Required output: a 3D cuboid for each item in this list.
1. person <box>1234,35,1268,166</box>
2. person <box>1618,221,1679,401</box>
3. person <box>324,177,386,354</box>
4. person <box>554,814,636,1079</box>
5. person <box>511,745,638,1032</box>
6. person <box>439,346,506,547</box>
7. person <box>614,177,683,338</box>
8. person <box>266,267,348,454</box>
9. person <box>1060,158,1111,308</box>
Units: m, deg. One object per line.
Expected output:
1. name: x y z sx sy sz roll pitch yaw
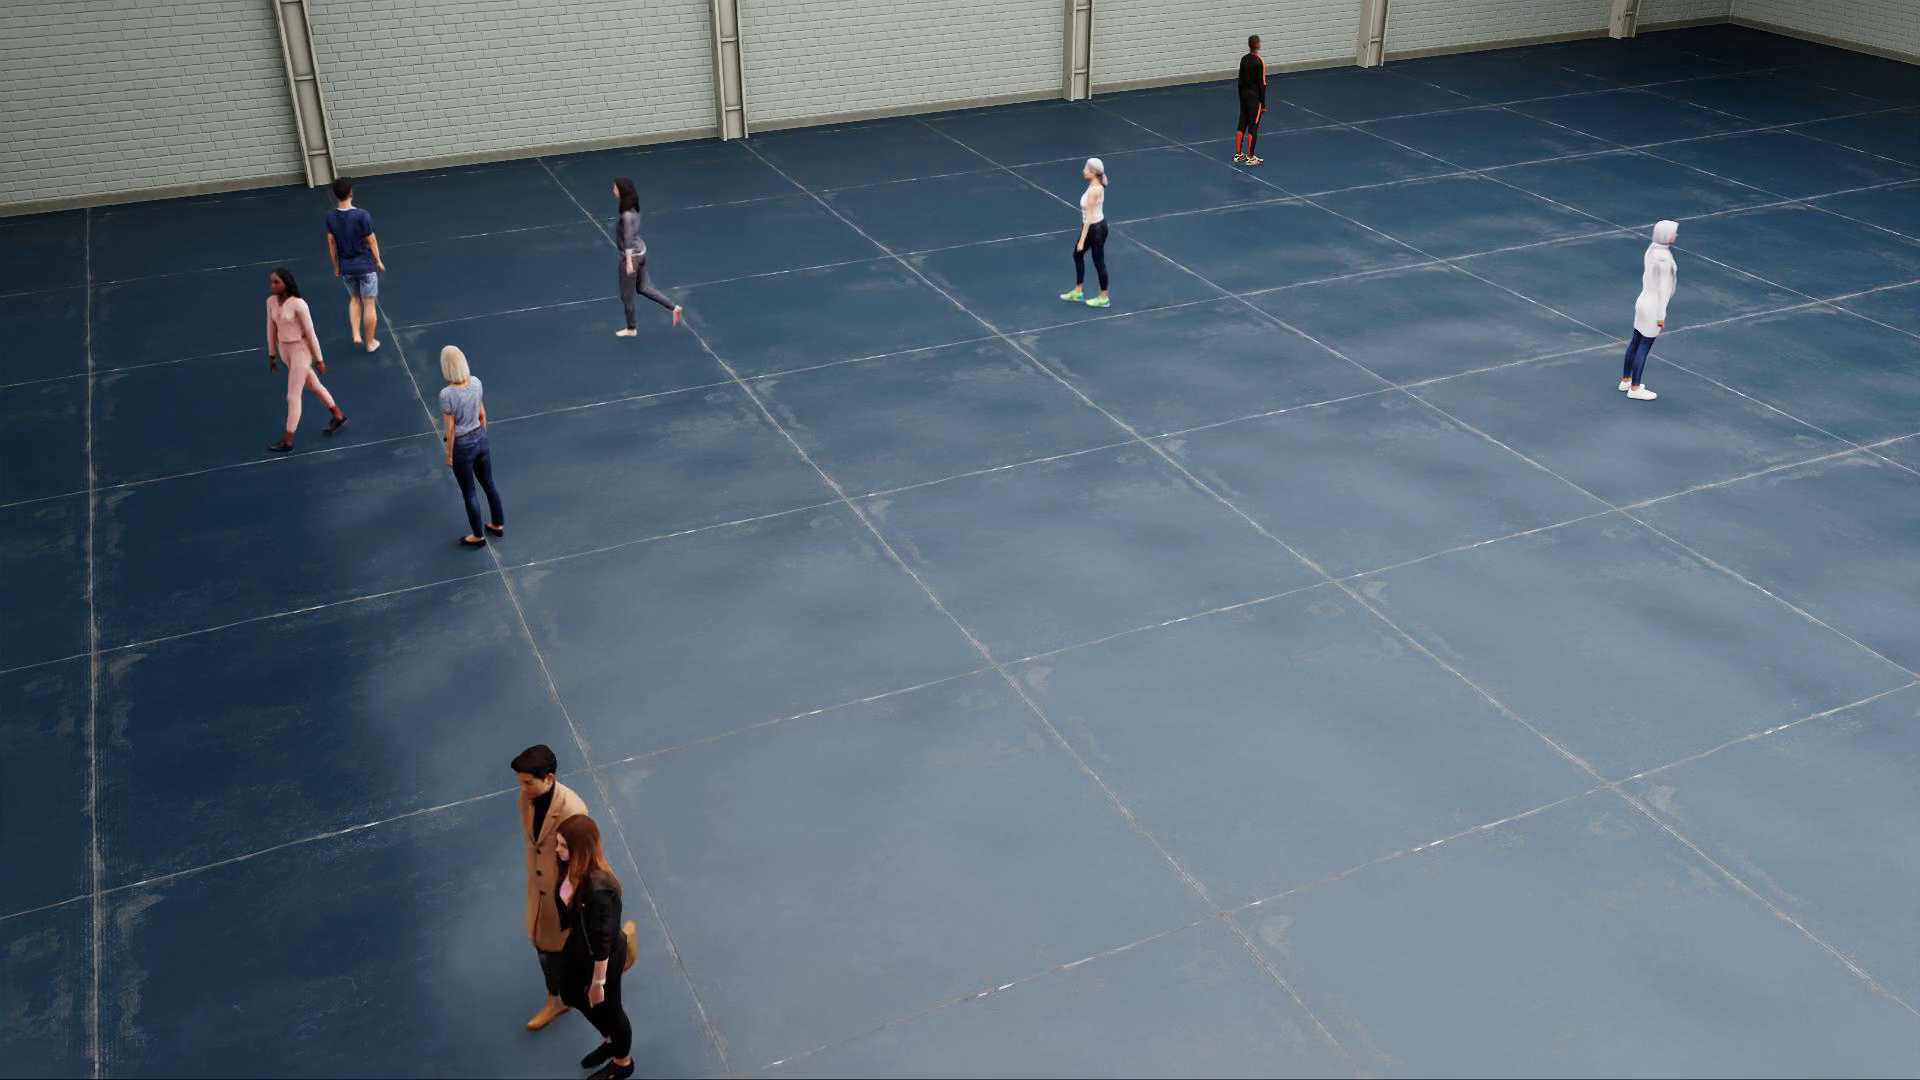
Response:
1. person: 4.174 -6.317 23.846 0.598 1.808 0.673 -19 34 -32
2. person: 6.742 -2.256 16.256 0.667 1.776 0.683 0 28 0
3. person: -6.263 -2.804 17.219 0.723 1.836 0.803 0 28 0
4. person: -1.734 2.023 8.297 0.572 1.704 0.653 -15 32 -26
5. person: -2.034 1.778 8.757 0.939 1.705 1.079 18 33 31
6. person: -3.993 -0.769 13.521 0.726 1.720 0.614 18 33 30
7. person: -3.375 -2.976 17.641 1.065 1.744 0.898 2 28 4
8. person: -6.021 -1.681 15.289 1.099 1.670 1.244 14 31 24
9. person: 1.587 -3.398 18.494 0.932 1.686 0.838 2 28 4
